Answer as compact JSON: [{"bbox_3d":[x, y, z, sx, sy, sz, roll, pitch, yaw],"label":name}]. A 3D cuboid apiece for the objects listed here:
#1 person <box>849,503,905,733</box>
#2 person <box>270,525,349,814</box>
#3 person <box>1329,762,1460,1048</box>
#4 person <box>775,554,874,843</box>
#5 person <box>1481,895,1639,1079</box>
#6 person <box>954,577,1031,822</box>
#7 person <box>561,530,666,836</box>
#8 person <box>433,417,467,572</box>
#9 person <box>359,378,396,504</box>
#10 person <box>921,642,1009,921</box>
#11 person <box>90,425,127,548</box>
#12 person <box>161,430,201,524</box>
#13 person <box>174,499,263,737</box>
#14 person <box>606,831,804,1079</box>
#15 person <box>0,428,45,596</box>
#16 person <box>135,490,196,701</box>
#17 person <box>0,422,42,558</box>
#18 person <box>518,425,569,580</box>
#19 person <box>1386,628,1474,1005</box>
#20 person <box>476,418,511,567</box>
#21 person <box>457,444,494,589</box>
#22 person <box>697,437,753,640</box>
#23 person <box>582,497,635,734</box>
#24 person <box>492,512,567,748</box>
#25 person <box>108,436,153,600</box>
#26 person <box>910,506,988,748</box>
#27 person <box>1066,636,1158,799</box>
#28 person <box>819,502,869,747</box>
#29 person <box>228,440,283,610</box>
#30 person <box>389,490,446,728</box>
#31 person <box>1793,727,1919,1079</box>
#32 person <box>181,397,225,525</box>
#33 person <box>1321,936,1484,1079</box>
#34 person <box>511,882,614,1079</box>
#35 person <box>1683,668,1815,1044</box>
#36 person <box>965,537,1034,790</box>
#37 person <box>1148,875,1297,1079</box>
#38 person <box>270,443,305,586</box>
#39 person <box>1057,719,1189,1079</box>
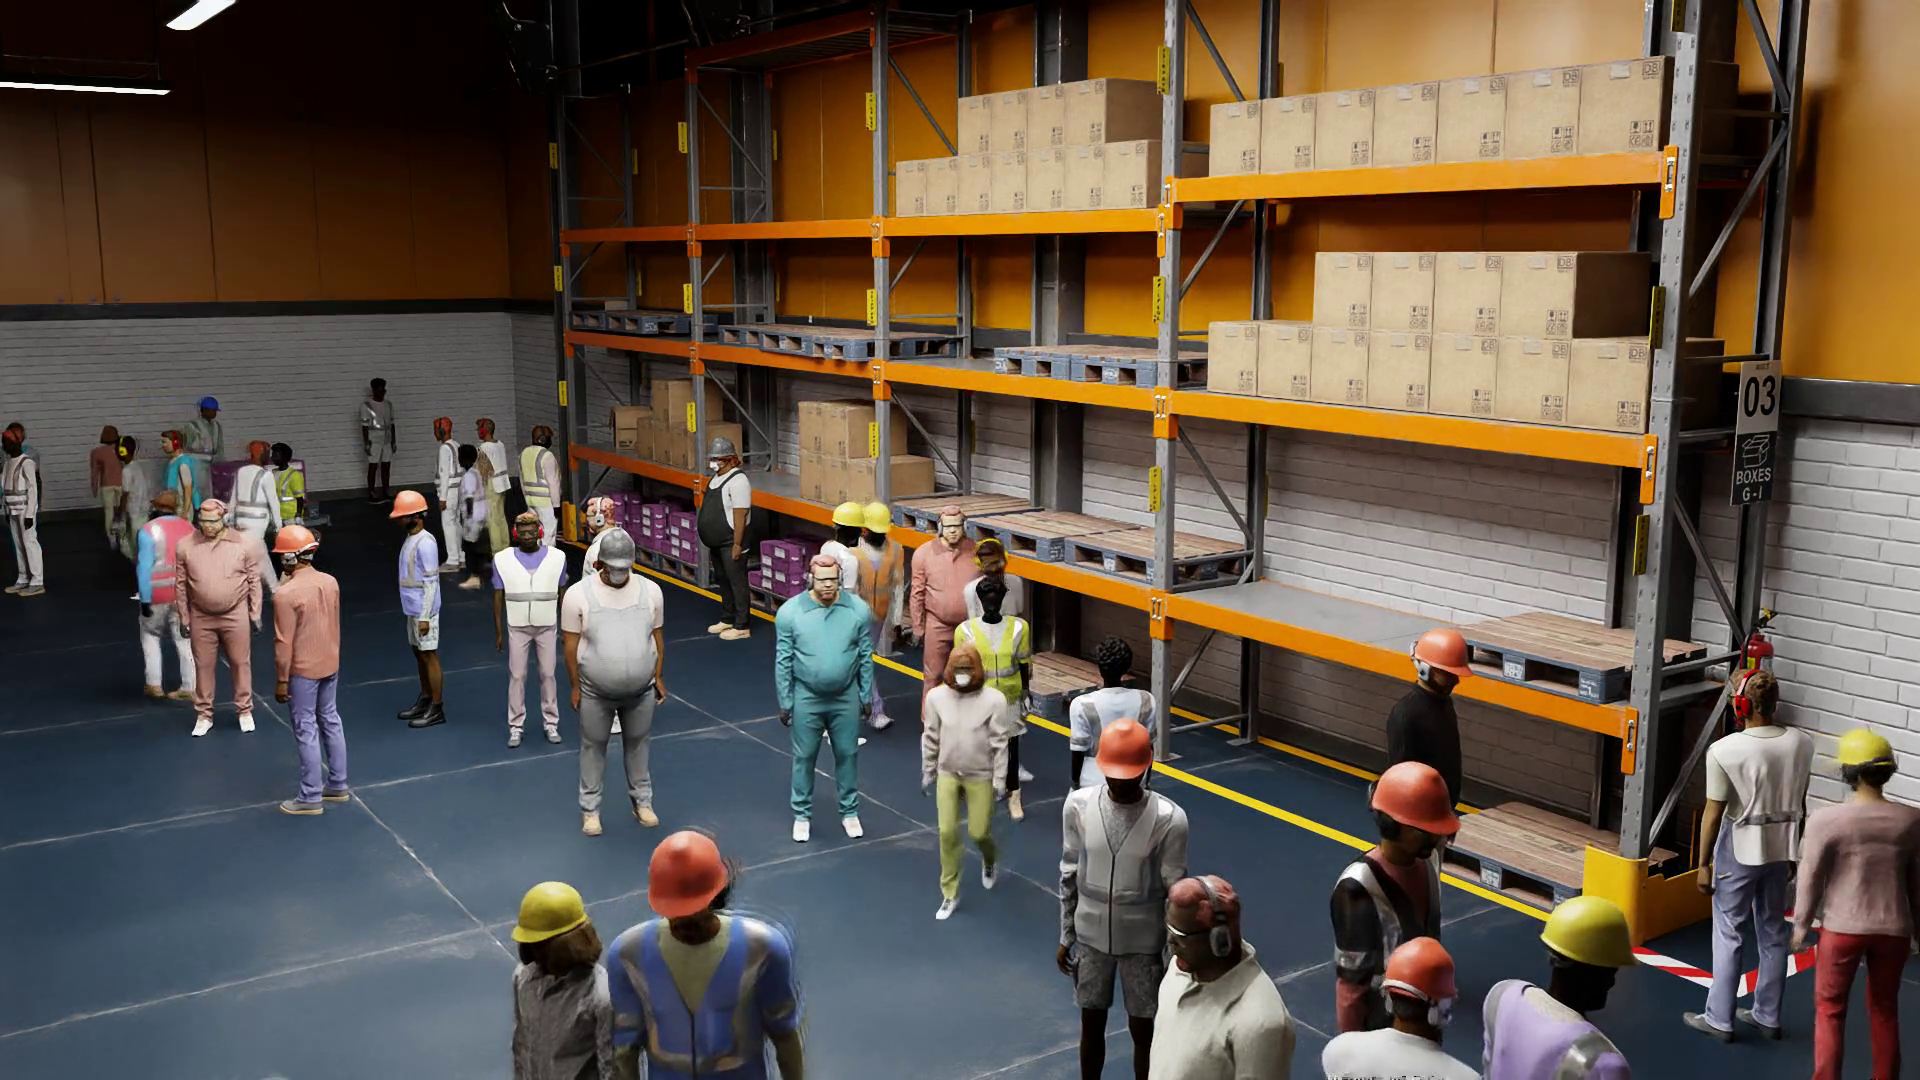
[{"bbox_3d":[-0.742,0.603,13.436,0.629,1.846,1.023,-6,11,-30],"label":"person"},{"bbox_3d":[-4.484,0.881,11.411,0.407,1.987,0.615,3,10,14],"label":"person"},{"bbox_3d":[1.580,1.778,6.036,0.410,2.030,0.612,9,13,43],"label":"person"},{"bbox_3d":[-0.872,1.024,10.840,0.650,1.899,0.399,-2,10,-14],"label":"person"},{"bbox_3d":[1.816,1.998,5.070,0.392,1.915,0.592,-4,10,-20],"label":"person"},{"bbox_3d":[0.215,1.067,11.199,0.538,1.686,0.322,-2,10,-9],"label":"person"},{"bbox_3d":[-2.253,0.924,10.994,0.675,2.000,0.537,-4,11,-24],"label":"person"},{"bbox_3d":[-6.184,-0.554,20.155,0.359,1.876,0.589,0,10,-2],"label":"person"},{"bbox_3d":[-8.949,-1.529,25.657,0.384,1.958,0.599,6,12,34],"label":"person"},{"bbox_3d":[0.042,1.363,9.658,0.523,1.618,0.512,3,10,16],"label":"person"},{"bbox_3d":[-11.076,-0.695,21.765,0.503,1.614,0.673,-5,11,-26],"label":"person"},{"bbox_3d":[-8.881,-0.338,18.971,0.390,1.846,0.565,-8,13,-40],"label":"person"},{"bbox_3d":[-5.894,0.612,13.242,0.639,1.901,0.402,-3,10,-17],"label":"person"},{"bbox_3d":[-0.838,1.869,5.670,0.634,1.991,0.989,1,10,5],"label":"person"},{"bbox_3d":[-10.585,-0.315,18.729,0.575,1.885,0.355,7,12,35],"label":"person"},{"bbox_3d":[-6.796,0.486,14.281,0.627,1.804,0.661,5,11,27],"label":"person"},{"bbox_3d":[-11.492,-0.537,20.317,0.527,1.808,0.985,-5,11,-28],"label":"person"},{"bbox_3d":[-4.889,-0.428,19.536,0.621,1.837,0.429,8,12,38],"label":"person"},{"bbox_3d":[2.327,1.410,8.307,0.393,1.985,0.611,7,12,36],"label":"person"},{"bbox_3d":[-5.722,-0.575,20.415,0.389,1.836,0.565,1,10,9],"label":"person"},{"bbox_3d":[-5.505,-0.265,19.018,0.452,1.677,0.558,-2,10,-11],"label":"person"},{"bbox_3d":[-2.357,-0.032,16.607,0.537,2.000,0.683,-6,11,-32],"label":"person"},{"bbox_3d":[-2.826,0.599,13.317,0.399,1.901,0.644,1,10,8],"label":"person"},{"bbox_3d":[-3.335,0.687,12.959,0.569,1.843,0.374,-3,10,-19],"label":"person"},{"bbox_3d":[-9.137,-0.233,18.375,0.488,1.843,0.488,-2,10,-14],"label":"person"},{"bbox_3d":[-0.056,0.677,12.836,0.648,1.907,0.401,-2,10,-9],"label":"person"},{"bbox_3d":[0.847,1.377,9.340,0.541,1.696,0.315,-3,10,-18],"label":"person"},{"bbox_3d":[-0.901,0.654,12.974,0.399,1.915,0.583,-5,11,-26],"label":"person"},{"bbox_3d":[-7.690,-0.169,18.088,0.614,1.826,1.009,6,11,30],"label":"person"},{"bbox_3d":[-4.399,0.553,13.484,0.359,1.936,0.544,-6,11,-32],"label":"person"},{"bbox_3d":[3.962,1.694,7.330,0.549,1.745,0.411,1,10,5],"label":"person"},{"bbox_3d":[-10.365,-1.015,22.813,0.942,1.887,0.625,2,10,13],"label":"person"},{"bbox_3d":[1.372,2.078,5.137,0.579,1.723,0.433,8,12,38],"label":"person"},{"bbox_3d":[-1.330,1.985,5.678,0.484,1.735,0.361,6,11,31],"label":"person"},{"bbox_3d":[3.819,1.534,8.021,0.560,1.836,0.395,-2,10,-13],"label":"person"},{"bbox_3d":[0.297,0.878,11.853,0.553,1.845,0.368,-7,12,-36],"label":"person"},{"bbox_3d":[0.782,1.974,5.266,0.398,1.899,0.653,-3,10,-18],"label":"person"},{"bbox_3d":[-7.702,-0.270,19.010,0.541,1.695,0.315,6,11,31],"label":"person"},{"bbox_3d":[0.671,1.671,6.961,0.550,1.926,0.390,4,10,21],"label":"person"}]
